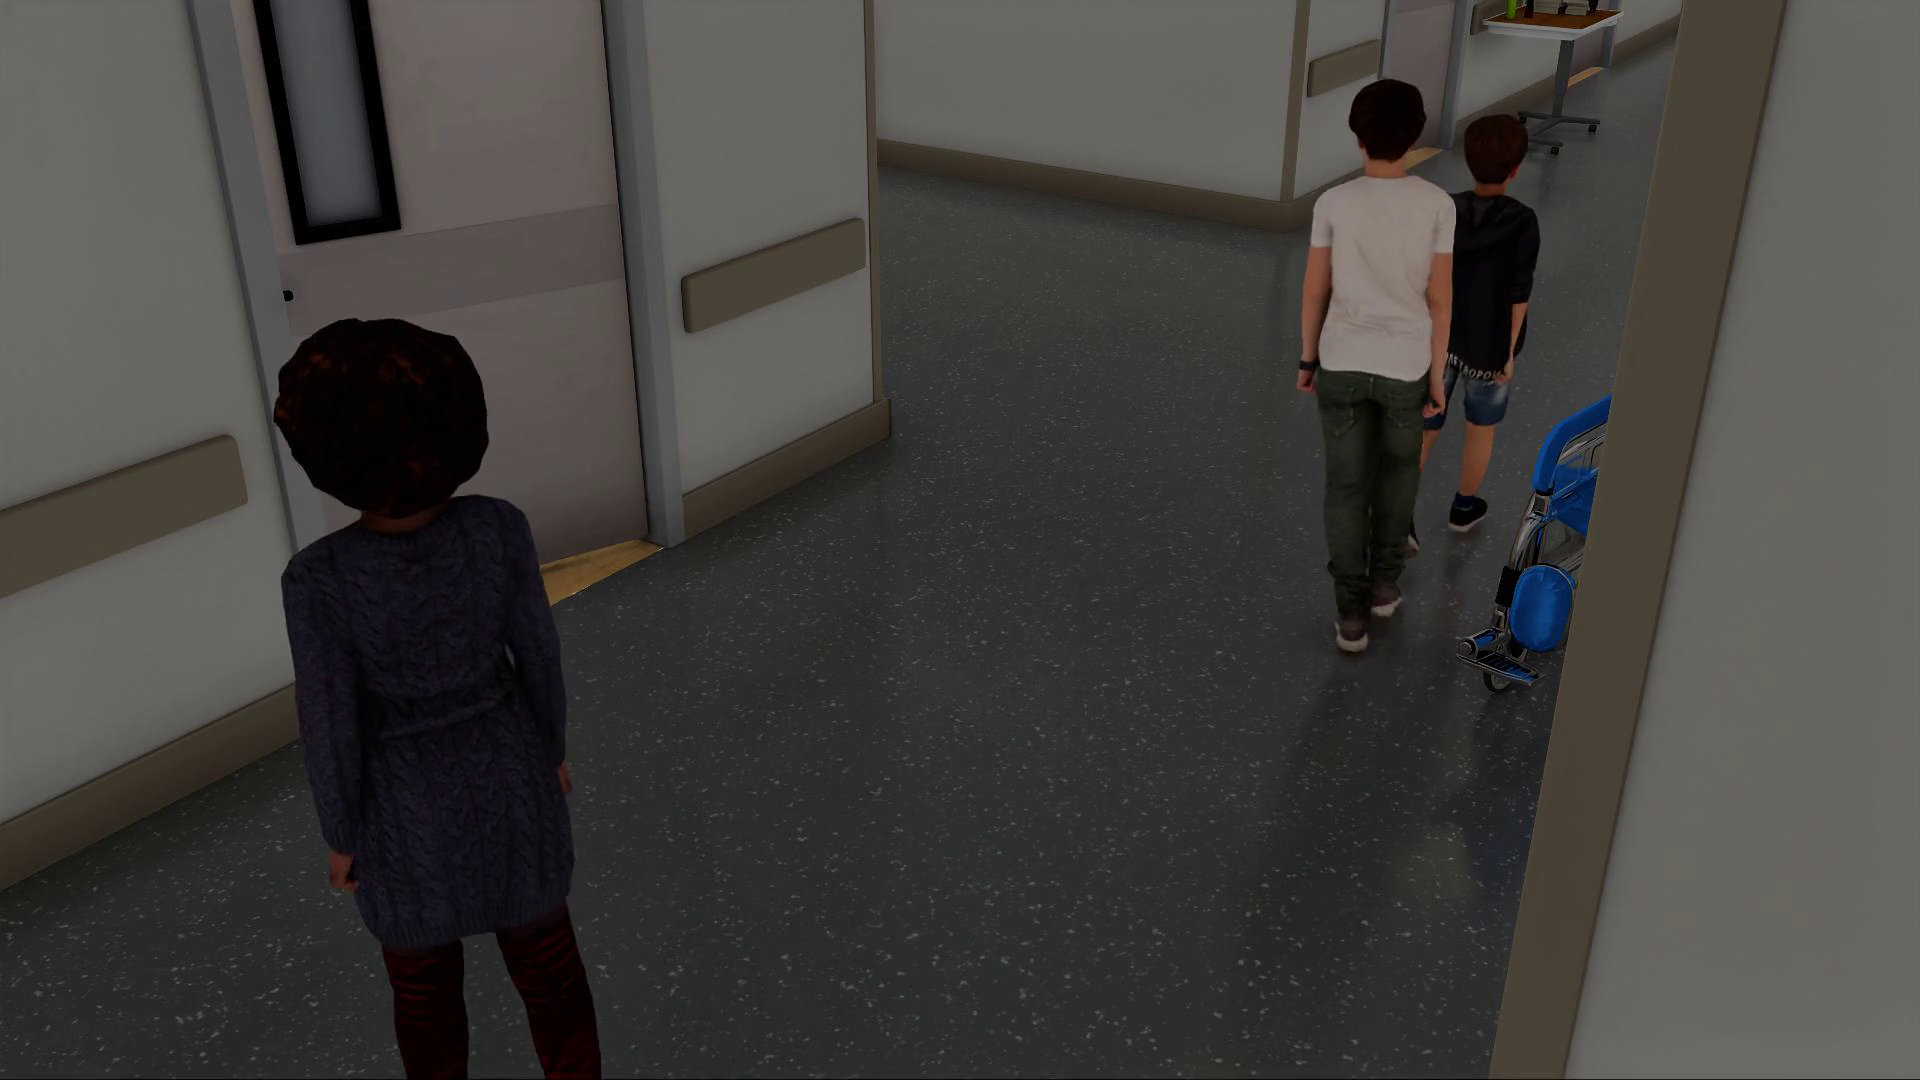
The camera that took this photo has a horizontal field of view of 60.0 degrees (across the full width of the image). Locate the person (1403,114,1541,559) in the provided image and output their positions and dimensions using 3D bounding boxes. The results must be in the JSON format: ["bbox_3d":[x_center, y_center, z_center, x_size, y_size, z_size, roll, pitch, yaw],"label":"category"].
[{"bbox_3d":[1.586,-0.611,5.313,0.543,1.423,0.907,15,30,29],"label":"person"}]

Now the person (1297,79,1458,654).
[{"bbox_3d":[1.161,-0.437,4.699,0.703,1.642,0.765,6,26,12],"label":"person"}]

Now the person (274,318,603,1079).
[{"bbox_3d":[-0.817,0.462,2.756,0.674,1.712,0.756,-15,29,-28],"label":"person"}]
